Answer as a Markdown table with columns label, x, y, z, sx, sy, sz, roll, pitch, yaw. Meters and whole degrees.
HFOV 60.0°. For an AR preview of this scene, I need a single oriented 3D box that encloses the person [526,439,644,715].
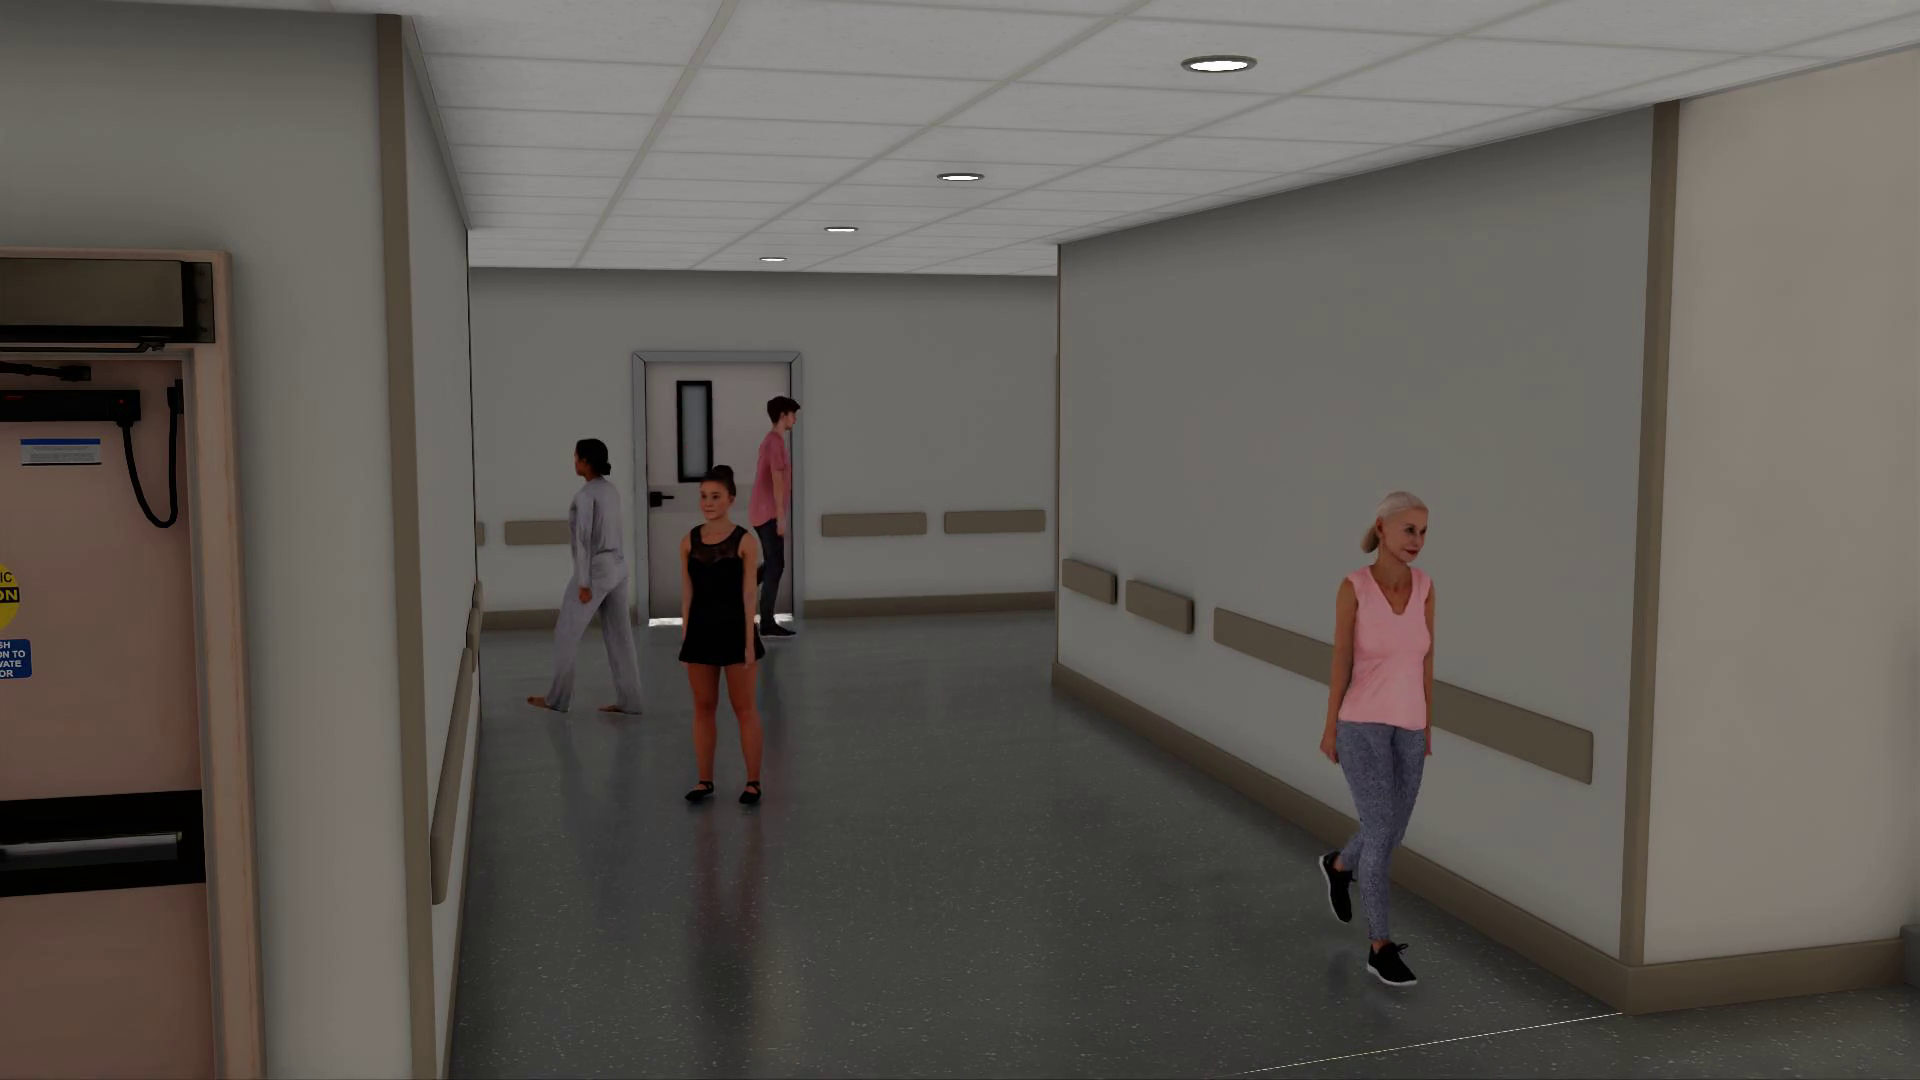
| label | x | y | z | sx | sy | sz | roll | pitch | yaw |
| --- | --- | --- | --- | --- | --- | --- | --- | --- | --- |
| person | -2.151 | 0.250 | 10.244 | 1.090 | 1.709 | 0.974 | 2 | 6 | 19 |

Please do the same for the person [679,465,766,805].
| label | x | y | z | sx | sy | sz | roll | pitch | yaw |
| --- | --- | --- | --- | --- | --- | --- | --- | --- | --- |
| person | -1.173 | 0.470 | 8.226 | 0.660 | 1.675 | 0.745 | 2 | 6 | 15 |

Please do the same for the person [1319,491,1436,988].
| label | x | y | z | sx | sy | sz | roll | pitch | yaw |
| --- | --- | --- | --- | --- | --- | --- | --- | --- | --- |
| person | 1.489 | 0.685 | 6.016 | 0.986 | 1.688 | 0.606 | -2 | 6 | -15 |

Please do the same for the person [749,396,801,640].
| label | x | y | z | sx | sy | sz | roll | pitch | yaw |
| --- | --- | --- | --- | --- | --- | --- | --- | --- | --- |
| person | -1.629 | -0.159 | 13.216 | 0.908 | 1.928 | 0.664 | -1 | 6 | -11 |
